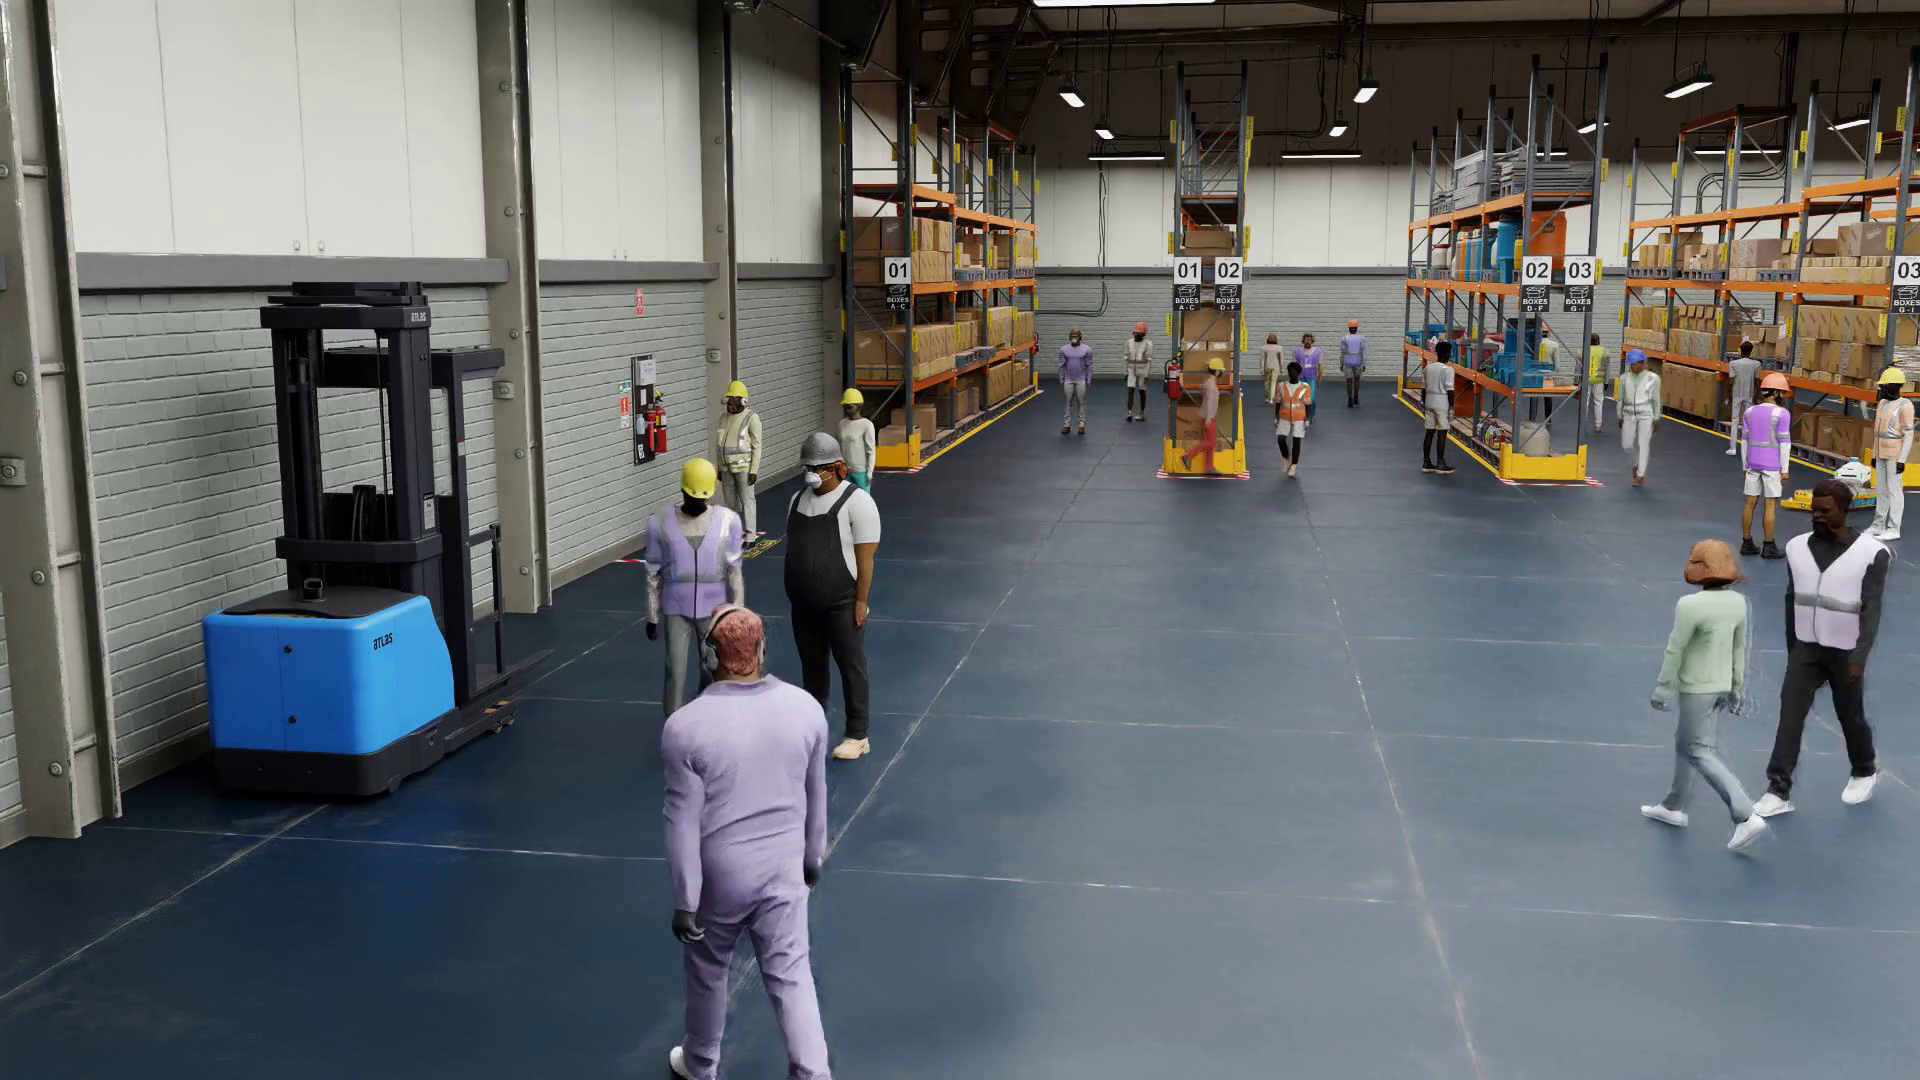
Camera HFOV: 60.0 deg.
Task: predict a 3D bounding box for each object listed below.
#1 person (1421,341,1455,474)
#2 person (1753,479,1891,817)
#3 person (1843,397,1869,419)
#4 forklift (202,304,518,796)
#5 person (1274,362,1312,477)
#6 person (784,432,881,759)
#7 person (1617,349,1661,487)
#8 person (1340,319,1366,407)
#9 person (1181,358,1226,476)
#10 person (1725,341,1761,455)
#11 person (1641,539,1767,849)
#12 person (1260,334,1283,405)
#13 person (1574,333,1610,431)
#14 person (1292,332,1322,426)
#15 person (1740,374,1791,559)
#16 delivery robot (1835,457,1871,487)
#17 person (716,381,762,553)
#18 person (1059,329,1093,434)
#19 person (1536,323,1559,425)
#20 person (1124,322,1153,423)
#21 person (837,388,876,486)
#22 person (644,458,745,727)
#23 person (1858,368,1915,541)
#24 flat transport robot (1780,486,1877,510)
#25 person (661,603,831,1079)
[{"bbox_3d":[7.166,-1.991,24.872,0.363,1.963,0.612,-5,11,-29],"label":"person"},{"bbox_3d":[4.866,0.585,9.283,0.961,1.877,0.591,-6,11,-34],"label":"person"},{"bbox_3d":[17.290,-3.023,32.033,0.491,1.713,0.768,2,9,11],"label":"person"},{"bbox_3d":[-3.673,-0.038,10.147,1.129,2.768,1.873,1,9,9],"label":"forklift"},{"bbox_3d":[4.855,-1.761,24.294,0.555,1.682,0.373,4,10,21],"label":"person"},{"bbox_3d":[-0.850,0.349,10.341,0.676,2.000,0.536,6,11,34],"label":"person"},{"bbox_3d":[9.561,-1.733,23.417,0.620,1.919,0.541,8,12,39],"label":"person"},{"bbox_3d":[8.721,-3.933,36.972,0.557,1.916,0.697,1,9,9],"label":"person"},{"bbox_3d":[3.605,-1.809,24.430,0.557,1.745,0.550,1,9,7],"label":"person"},{"bbox_3d":[12.800,-2.317,27.201,0.531,1.864,0.310,2,9,12],"label":"person"},{"bbox_3d":[3.970,0.798,8.790,0.498,1.604,0.755,-6,11,-33],"label":"person"},{"bbox_3d":[7.053,-3.870,37.622,0.515,1.577,0.879,1,9,8],"label":"person"},{"bbox_3d":[11.886,-2.971,31.307,0.629,1.840,0.429,2,9,14],"label":"person"},{"bbox_3d":[6.690,-3.095,32.127,0.569,1.826,0.452,3,10,18],"label":"person"},{"bbox_3d":[8.519,-0.788,17.561,0.376,1.931,0.542,-5,10,-26],"label":"person"},{"bbox_3d":[11.844,-0.855,22.053,0.477,0.478,0.707,7,11,36],"label":"delivery robot"},{"bbox_3d":[-2.398,-0.788,17.856,0.590,1.837,0.404,6,11,34],"label":"person"},{"bbox_3d":[2.137,-2.946,30.850,0.638,1.937,0.356,3,10,15],"label":"person"},{"bbox_3d":[11.386,-3.247,32.540,0.623,1.989,0.399,3,10,17],"label":"person"},{"bbox_3d":[3.531,-3.339,33.128,0.627,1.982,0.988,4,10,25],"label":"person"},{"bbox_3d":[-1.135,-0.735,17.744,0.532,1.767,0.325,8,12,40],"label":"person"},{"bbox_3d":[-1.645,0.411,10.292,0.629,1.888,0.635,-2,9,-12],"label":"person"},{"bbox_3d":[10.415,-0.962,18.648,0.385,1.928,0.589,0,9,-2],"label":"person"},{"bbox_3d":[11.229,-0.529,21.201,1.431,0.197,0.652,-5,10,-26],"label":"flat transport robot"},{"bbox_3d":[-0.730,1.150,5.832,0.660,1.867,0.983,-6,11,-33],"label":"person"}]
